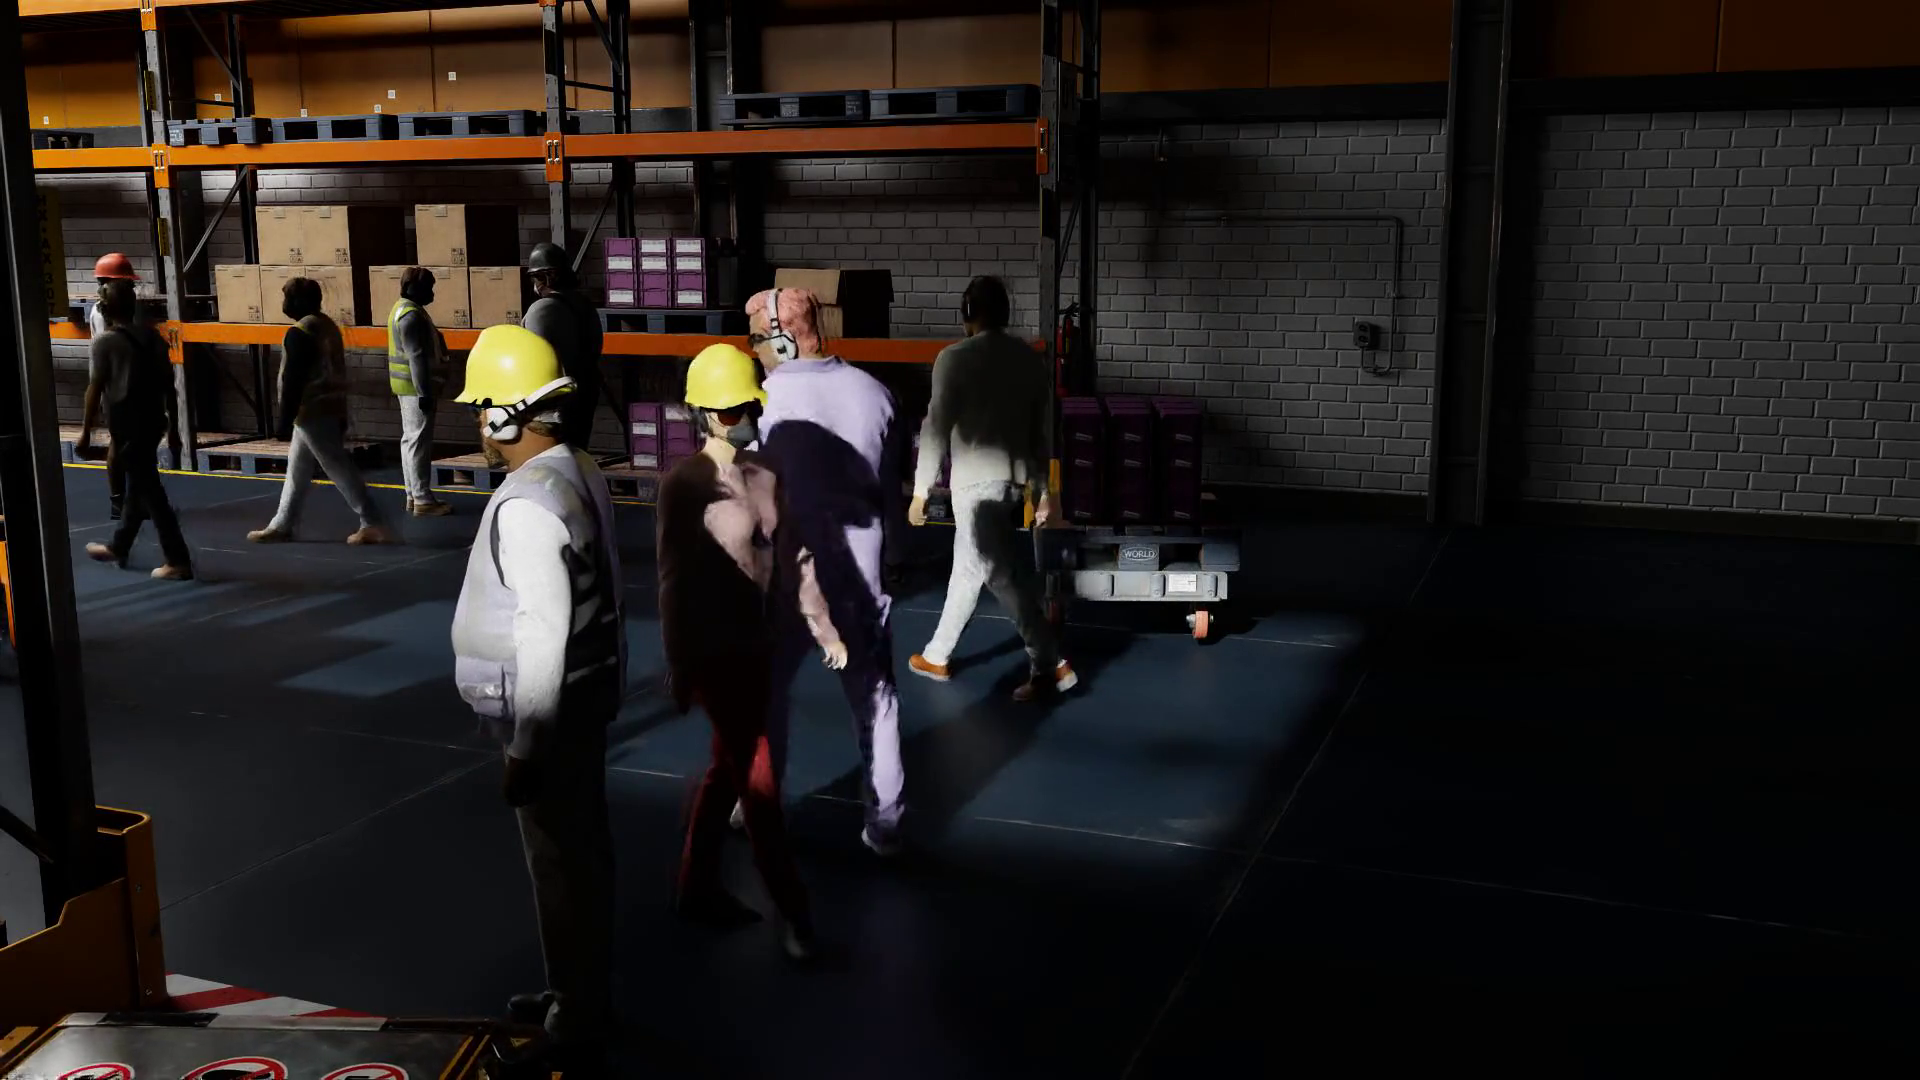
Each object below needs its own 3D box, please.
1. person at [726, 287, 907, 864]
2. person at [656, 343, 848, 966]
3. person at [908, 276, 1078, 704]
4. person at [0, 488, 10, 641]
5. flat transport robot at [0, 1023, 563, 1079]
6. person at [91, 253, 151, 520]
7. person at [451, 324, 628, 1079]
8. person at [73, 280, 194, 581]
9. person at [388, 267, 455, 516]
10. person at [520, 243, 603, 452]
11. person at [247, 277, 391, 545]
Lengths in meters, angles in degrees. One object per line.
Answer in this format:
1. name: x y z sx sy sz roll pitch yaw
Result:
1. person: -0.470 0.106 5.536 0.788 1.870 0.829 -8 13 -36
2. person: -0.617 0.312 4.767 0.576 1.740 0.570 4 11 23
3. person: 0.159 -0.231 7.433 0.990 1.881 0.706 9 14 41
4. person: -4.738 -0.333 8.014 0.627 1.856 1.087 -4 11 -21
5. flat transport robot: -1.650 1.258 3.579 1.431 0.197 0.652 0 10 2
6. person: -6.113 -1.116 12.165 0.361 1.935 0.553 -3 11 -17
7. person: -1.011 0.400 4.025 0.404 1.829 0.591 -1 10 -3
8. person: -5.010 -0.654 10.013 0.950 1.791 0.519 3 11 17
9. person: -4.007 -1.100 12.363 0.429 1.837 0.621 -5 11 -25
10. person: -2.591 -0.891 10.623 0.535 2.000 0.686 4 11 19
11. person: -4.281 -0.840 11.051 0.963 1.799 0.635 -1 10 -6
